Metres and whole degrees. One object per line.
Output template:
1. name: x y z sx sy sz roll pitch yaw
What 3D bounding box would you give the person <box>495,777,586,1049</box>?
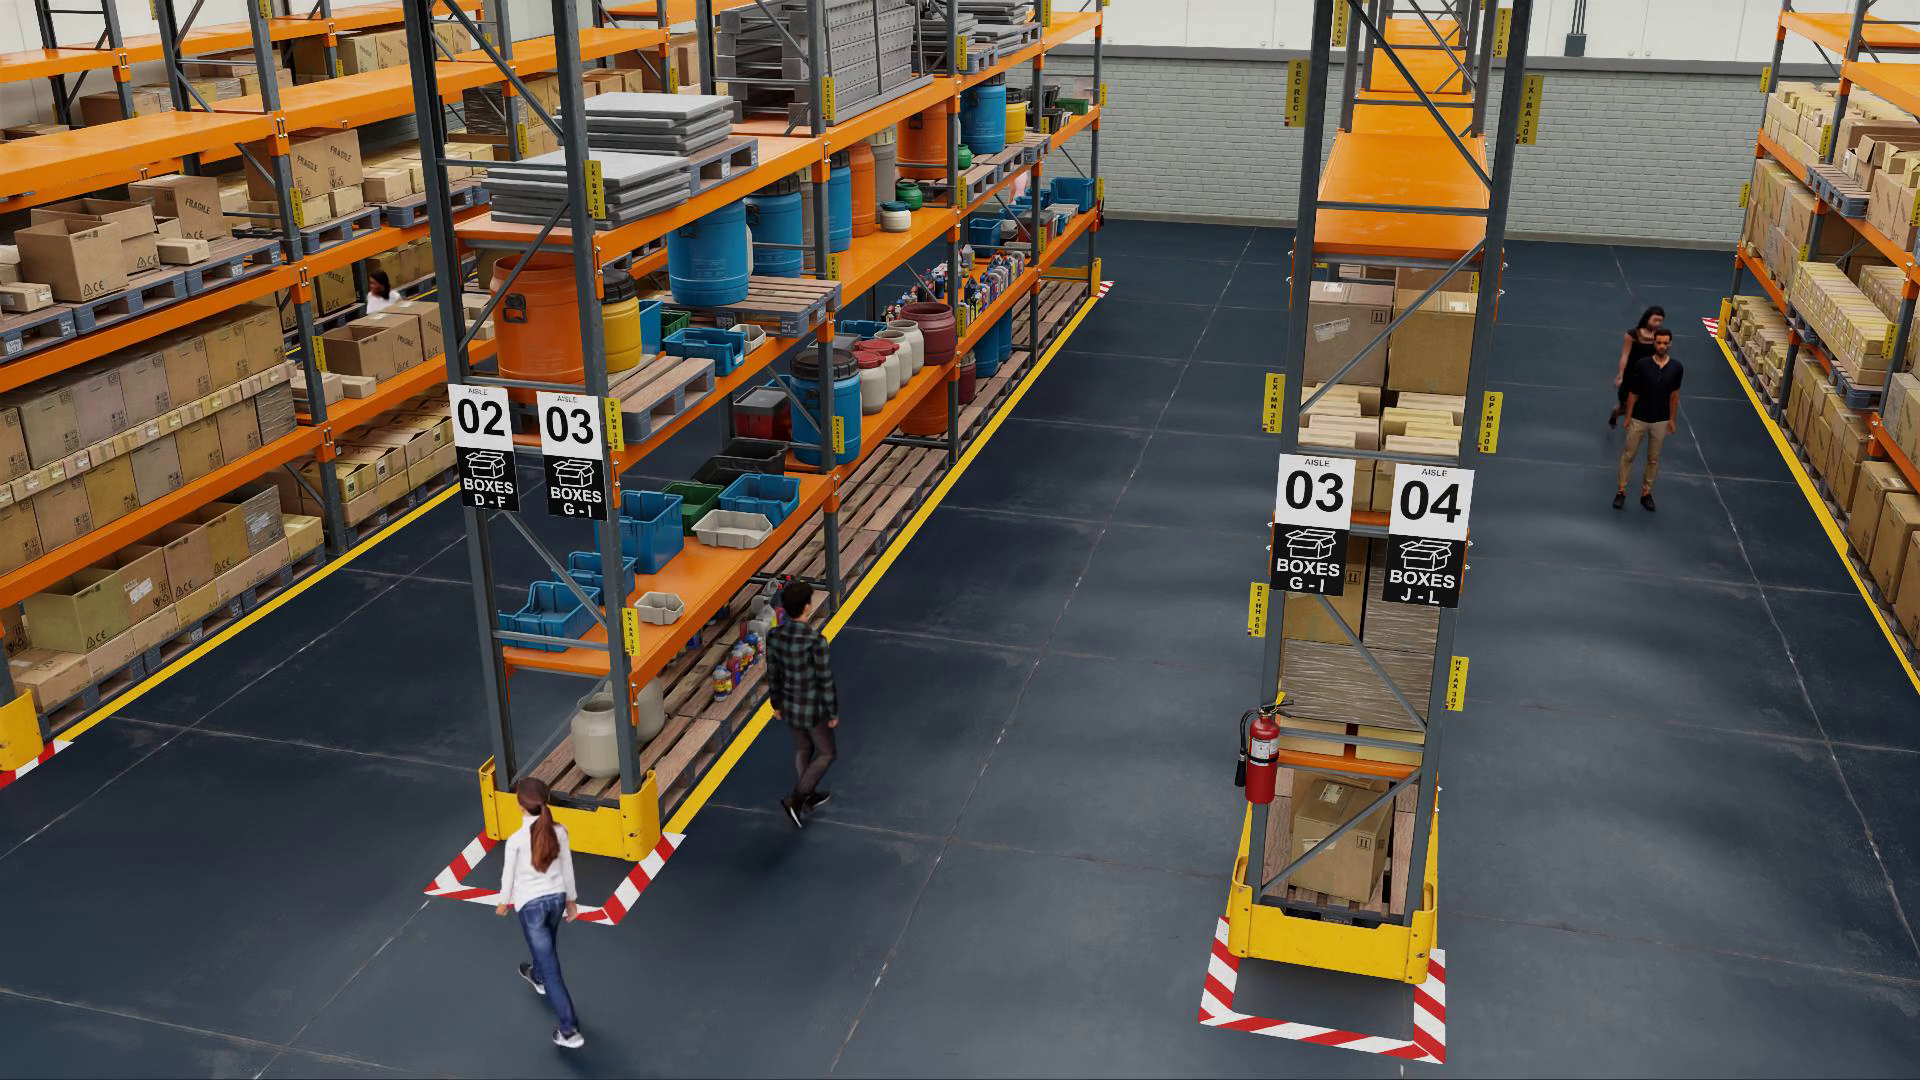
1. person: -2.254 2.056 9.103 1.077 1.516 1.005 -18 28 -37

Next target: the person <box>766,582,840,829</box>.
1. person: -1.049 1.110 10.972 0.817 1.701 0.919 13 26 29

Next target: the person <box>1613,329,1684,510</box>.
1. person: 6.910 -1.224 16.671 0.630 1.859 0.505 6 23 14

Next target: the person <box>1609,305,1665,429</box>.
1. person: 7.376 -1.747 18.173 0.816 1.690 0.999 1 22 3

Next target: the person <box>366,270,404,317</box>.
1. person: -6.743 -2.391 19.795 0.661 1.654 1.065 6 23 14
